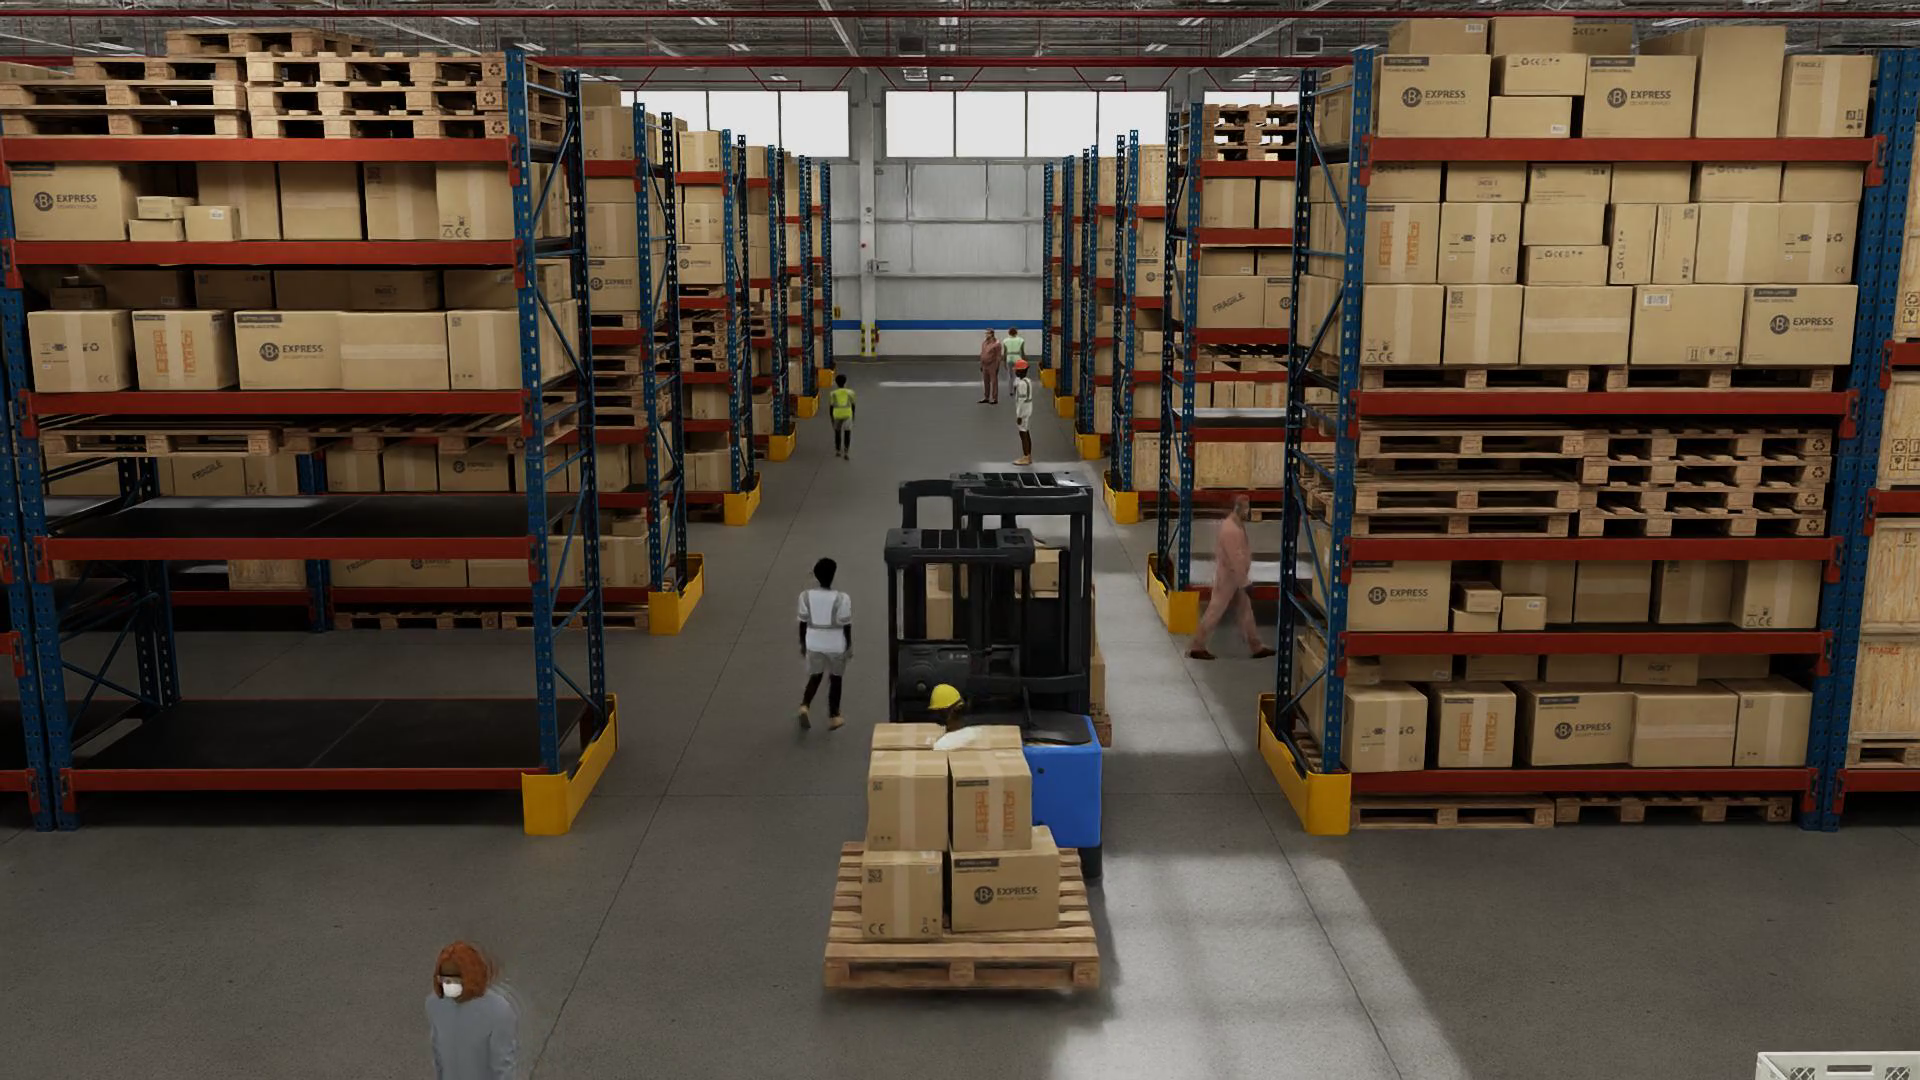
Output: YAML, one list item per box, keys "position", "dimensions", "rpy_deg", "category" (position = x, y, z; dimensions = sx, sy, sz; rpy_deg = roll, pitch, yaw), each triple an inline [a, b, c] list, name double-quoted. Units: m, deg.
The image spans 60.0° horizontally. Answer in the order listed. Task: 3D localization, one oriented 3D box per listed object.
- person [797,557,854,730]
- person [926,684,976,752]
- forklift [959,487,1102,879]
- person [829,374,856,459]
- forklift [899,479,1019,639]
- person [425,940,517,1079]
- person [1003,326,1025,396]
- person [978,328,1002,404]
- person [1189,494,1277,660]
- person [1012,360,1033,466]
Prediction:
- position: [-1.278, 1.005, 15.700]
  dimensions: [0.542, 1.686, 0.483]
  rpy_deg: [4, 12, 19]
  category: "person"
- position: [-0.064, 1.847, 11.424]
  dimensions: [0.678, 1.732, 0.516]
  rpy_deg: [8, 14, 35]
  category: "person"
- position: [0.495, 0.986, 12.813]
  dimensions: [1.129, 2.768, 1.873]
  rpy_deg: [0, 11, -2]
  category: "forklift"
- position: [-2.320, -2.438, 32.794]
  dimensions: [0.532, 1.670, 0.778]
  rpy_deg: [0, 11, -2]
  category: "person"
- position: [-0.008, 0.914, 13.167]
  dimensions: [1.129, 2.768, 1.873]
  rpy_deg: [0, 11, 0]
  category: "forklift"
- position: [-2.281, 2.630, 7.885]
  dimensions: [0.513, 1.589, 0.871]
  rpy_deg: [3, 12, 15]
  category: "person"
- position: [1.411, -4.679, 43.497]
  dimensions: [0.596, 1.830, 0.430]
  rpy_deg: [0, 11, 2]
  category: "person"
- position: [0.744, -4.364, 41.754]
  dimensions: [0.638, 1.909, 0.408]
  rpy_deg: [11, 16, 44]
  category: "person"
- position: [2.990, 0.421, 18.165]
  dimensions: [0.981, 1.859, 0.652]
  rpy_deg: [4, 12, 17]
  category: "person"
- position: [1.193, -2.444, 31.938]
  dimensions: [0.405, 2.035, 0.601]
  rpy_deg: [2, 12, 11]
  category: "person"
